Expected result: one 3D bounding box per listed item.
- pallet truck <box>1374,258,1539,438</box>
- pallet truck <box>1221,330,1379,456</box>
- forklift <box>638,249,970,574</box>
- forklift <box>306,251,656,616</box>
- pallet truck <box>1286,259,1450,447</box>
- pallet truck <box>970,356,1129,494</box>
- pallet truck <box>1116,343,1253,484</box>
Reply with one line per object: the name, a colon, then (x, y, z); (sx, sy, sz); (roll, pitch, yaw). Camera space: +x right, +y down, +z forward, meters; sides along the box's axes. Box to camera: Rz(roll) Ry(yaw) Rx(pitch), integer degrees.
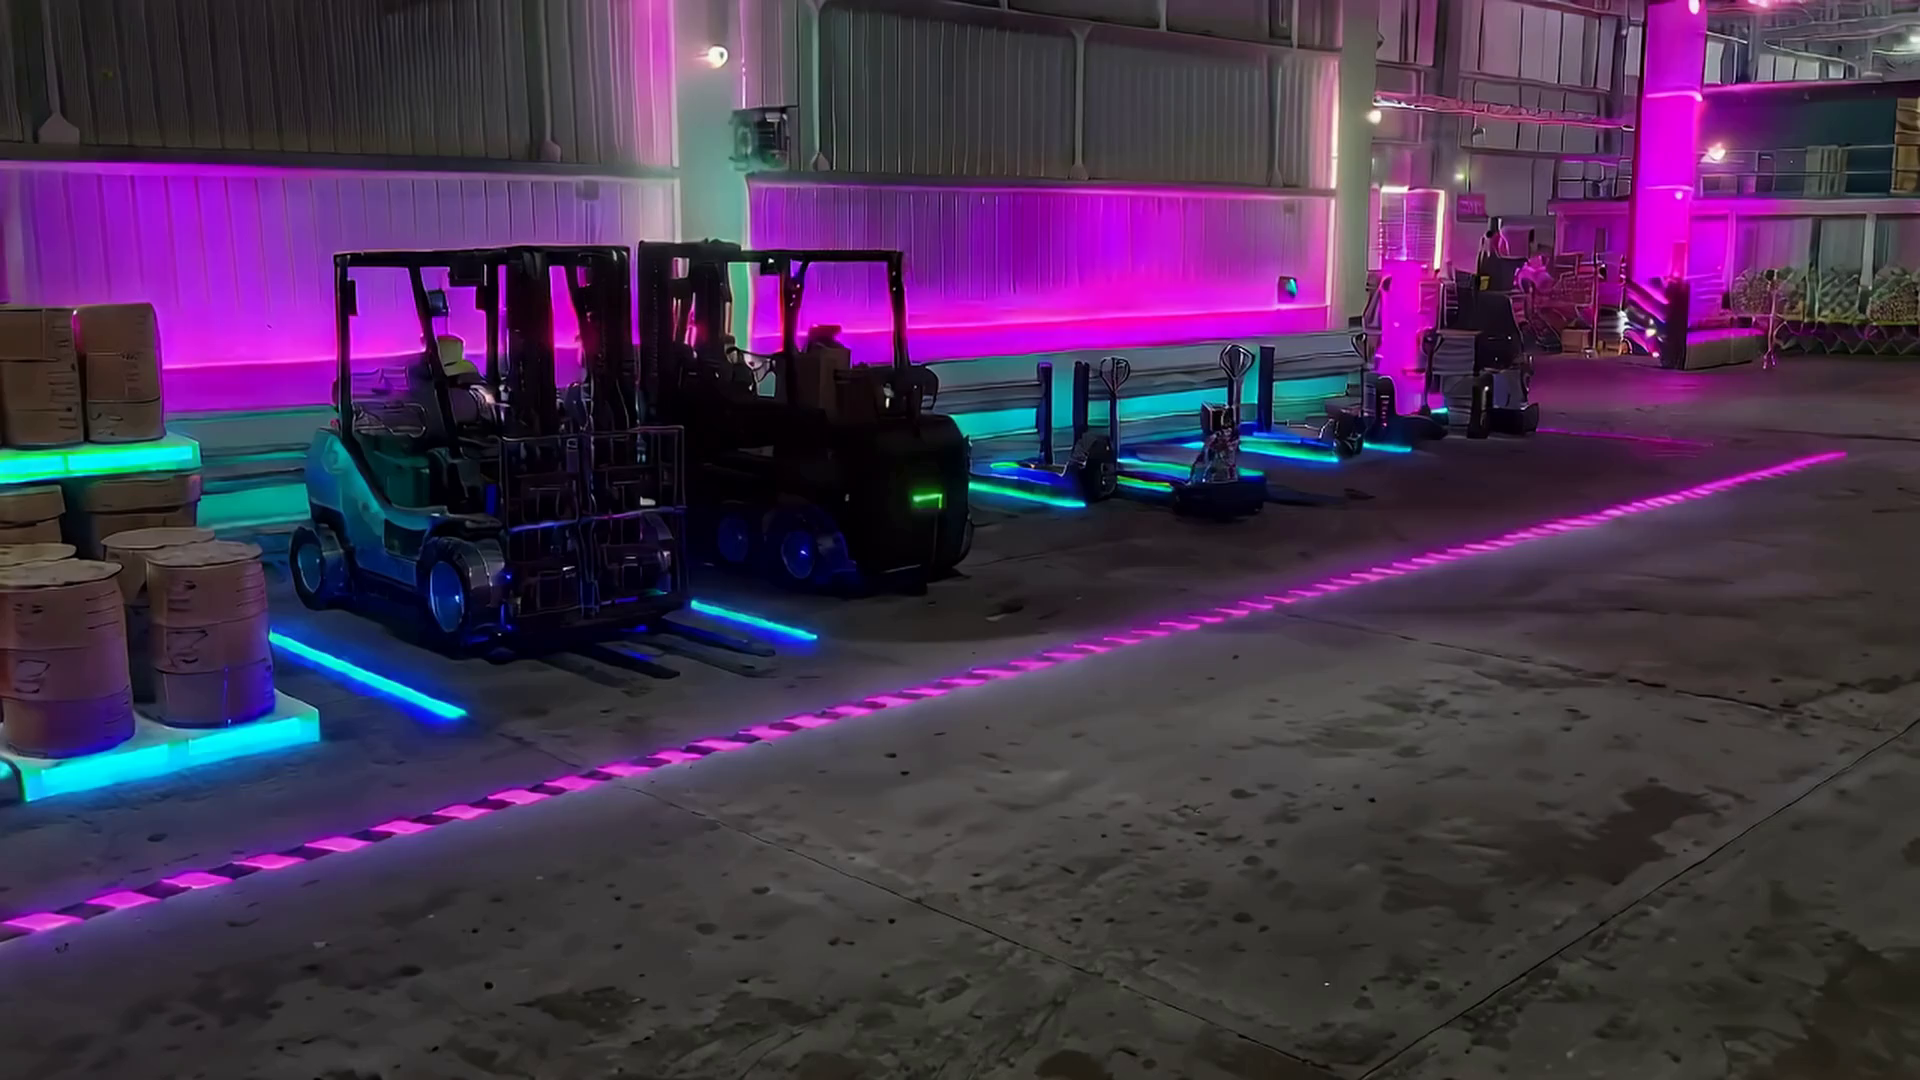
pallet truck: (5.704, -2.208, 18.901); (1.885, 1.965, 0.823); (10, 14, 43)
pallet truck: (3.563, -1.581, 17.381); (0.653, 1.274, 1.630); (-10, 14, -44)
forklift: (-1.173, -0.958, 11.239); (2.680, 1.987, 1.157); (10, 14, 43)
forklift: (-2.833, -0.669, 9.694); (1.157, 1.987, 2.680); (-10, 14, -44)
pallet truck: (4.493, -2.078, 18.196); (0.823, 1.965, 1.885); (-9, 14, -40)
pallet truck: (0.784, -1.085, 14.876); (0.680, 1.201, 1.601); (-10, 14, -44)
pallet truck: (1.962, -1.215, 15.415); (1.522, 1.261, 0.704); (10, 14, 43)
